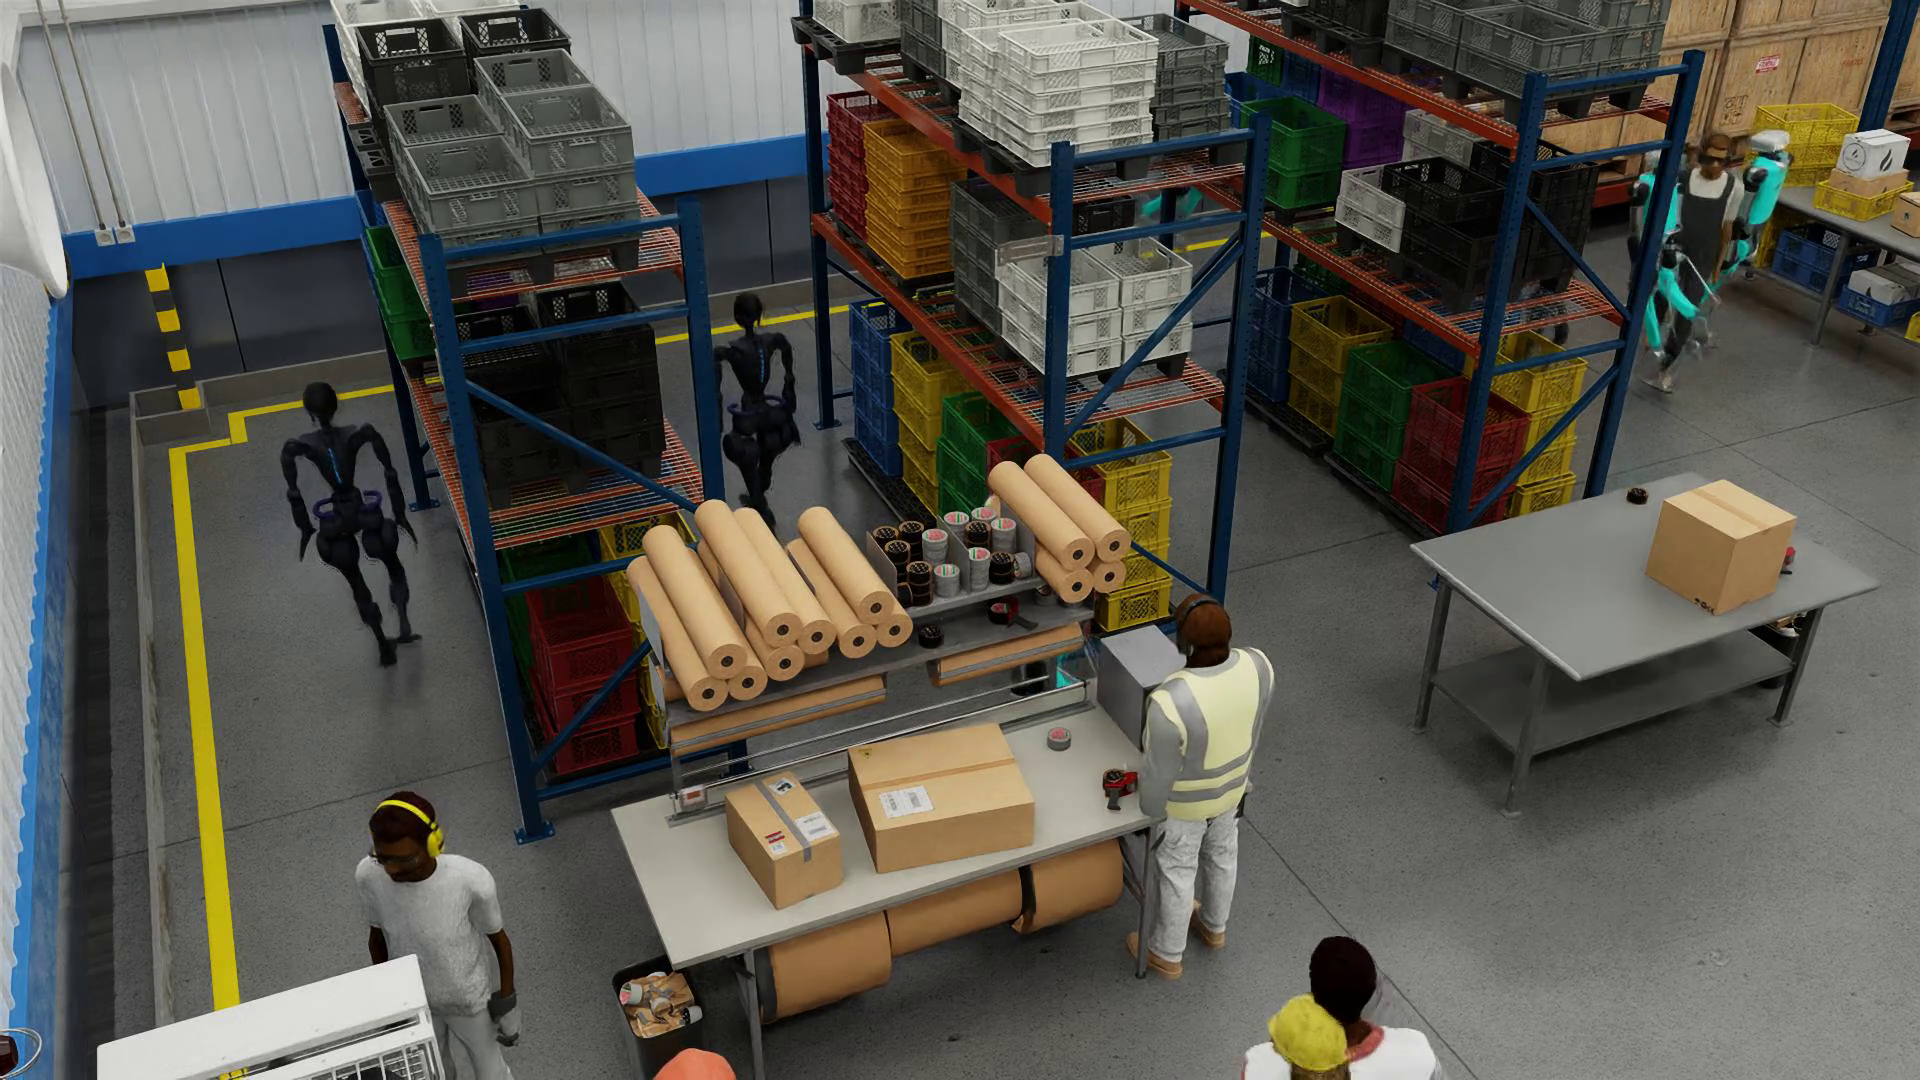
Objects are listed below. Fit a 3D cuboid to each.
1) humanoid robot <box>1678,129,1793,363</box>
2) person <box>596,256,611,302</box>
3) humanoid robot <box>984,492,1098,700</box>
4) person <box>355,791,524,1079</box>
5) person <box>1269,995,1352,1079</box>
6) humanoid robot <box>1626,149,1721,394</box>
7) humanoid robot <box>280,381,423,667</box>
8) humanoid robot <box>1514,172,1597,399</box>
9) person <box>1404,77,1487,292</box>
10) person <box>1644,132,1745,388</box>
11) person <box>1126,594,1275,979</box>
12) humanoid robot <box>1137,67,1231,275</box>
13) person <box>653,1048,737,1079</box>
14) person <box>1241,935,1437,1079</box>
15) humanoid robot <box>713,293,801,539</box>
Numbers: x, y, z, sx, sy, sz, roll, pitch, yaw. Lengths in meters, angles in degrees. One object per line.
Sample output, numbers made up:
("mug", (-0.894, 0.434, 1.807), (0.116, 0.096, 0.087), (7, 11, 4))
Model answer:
("humanoid robot", (5.454, -2.101, 12.034), (0.553, 1.857, 0.702), (-26, 40, -35))
("person", (-2.744, -2.086, 11.866), (0.387, 1.836, 0.564), (21, 37, 30))
("humanoid robot", (0.590, 0.588, 7.665), (0.996, 1.759, 0.567), (9, 33, 15))
("person", (-1.797, 1.624, 5.809), (0.532, 1.866, 0.315), (4, 32, 6))
("person", (1.092, 2.120, 5.140), (0.489, 1.717, 0.642), (-20, 37, -29))
("humanoid robot", (4.893, -1.722, 11.410), (0.530, 1.807, 0.831), (-19, 36, -27))
("humanoid robot", (-3.185, -0.072, 8.743), (0.599, 1.656, 0.351), (-10, 33, -16))
("humanoid robot", (4.128, -1.778, 11.508), (0.335, 1.644, 0.605), (19, 36, 28))
("person", (3.762, -2.861, 13.027), (0.550, 1.934, 0.373), (12, 34, 19))
("person", (5.150, -2.015, 11.765), (0.509, 1.826, 0.678), (13, 34, 19))
("person", (0.951, 1.016, 6.826), (0.619, 1.838, 0.430), (-21, 37, -30))
("humanoid robot", (1.726, -2.900, 13.332), (0.742, 1.828, 0.538), (21, 37, 30))
("person", (-0.671, 2.196, 4.713), (0.604, 2.045, 0.375), (-20, 37, -29))
("person", (1.127, 2.000, 5.170), (0.594, 1.893, 0.826), (0, 32, 0))
("humanoid robot", (-1.231, -0.680, 9.787), (0.609, 1.615, 0.806), (-20, 37, -30))
